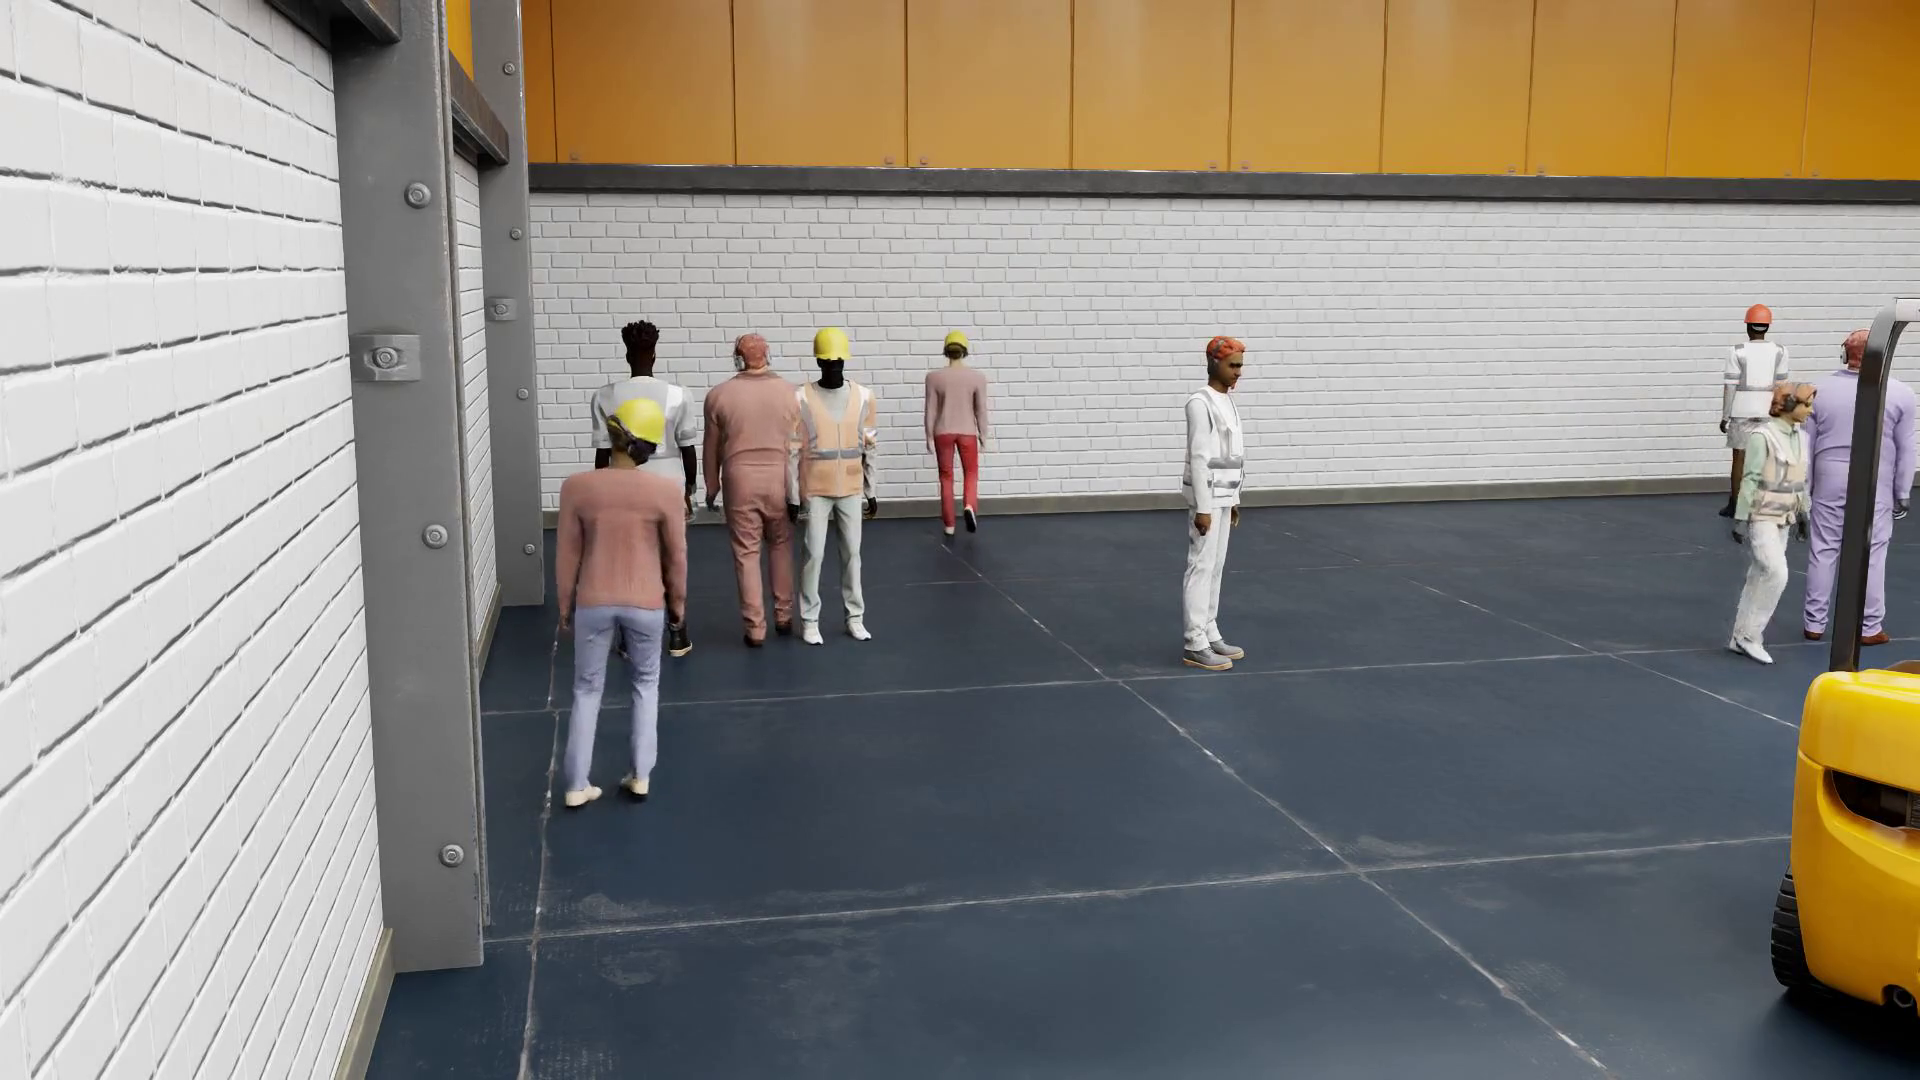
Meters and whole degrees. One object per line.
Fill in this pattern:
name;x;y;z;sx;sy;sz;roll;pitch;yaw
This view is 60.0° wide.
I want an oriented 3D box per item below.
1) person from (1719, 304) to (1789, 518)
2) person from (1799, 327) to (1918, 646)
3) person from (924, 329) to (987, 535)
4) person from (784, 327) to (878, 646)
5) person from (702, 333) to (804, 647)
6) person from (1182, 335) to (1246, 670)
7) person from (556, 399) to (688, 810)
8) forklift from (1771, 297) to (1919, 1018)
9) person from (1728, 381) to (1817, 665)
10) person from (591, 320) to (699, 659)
person;7.146;-1.153;15.017;0.542;1.938;0.358;1;9;5
person;5.385;-0.318;10.013;0.643;1.912;0.409;7;12;36
person;-0.037;-0.882;13.947;0.528;1.756;0.483;0;9;-2
person;-0.765;-0.316;9.994;0.587;1.917;0.408;-4;10;-22
person;-1.240;-0.313;10.108;0.637;1.873;0.717;-2;10;-14
person;1.451;-0.217;9.476;0.353;1.884;0.573;4;10;25
person;-1.418;0.271;6.994;0.535;1.723;0.374;0;9;-1
forklift;3.542;0.334;5.177;2.313;2.155;1.214;-9;13;-43
person;4.679;-0.097;9.528;0.541;1.612;0.495;-6;11;-33
person;-1.817;-0.287;9.649;0.607;1.967;0.367;-2;9;-10
